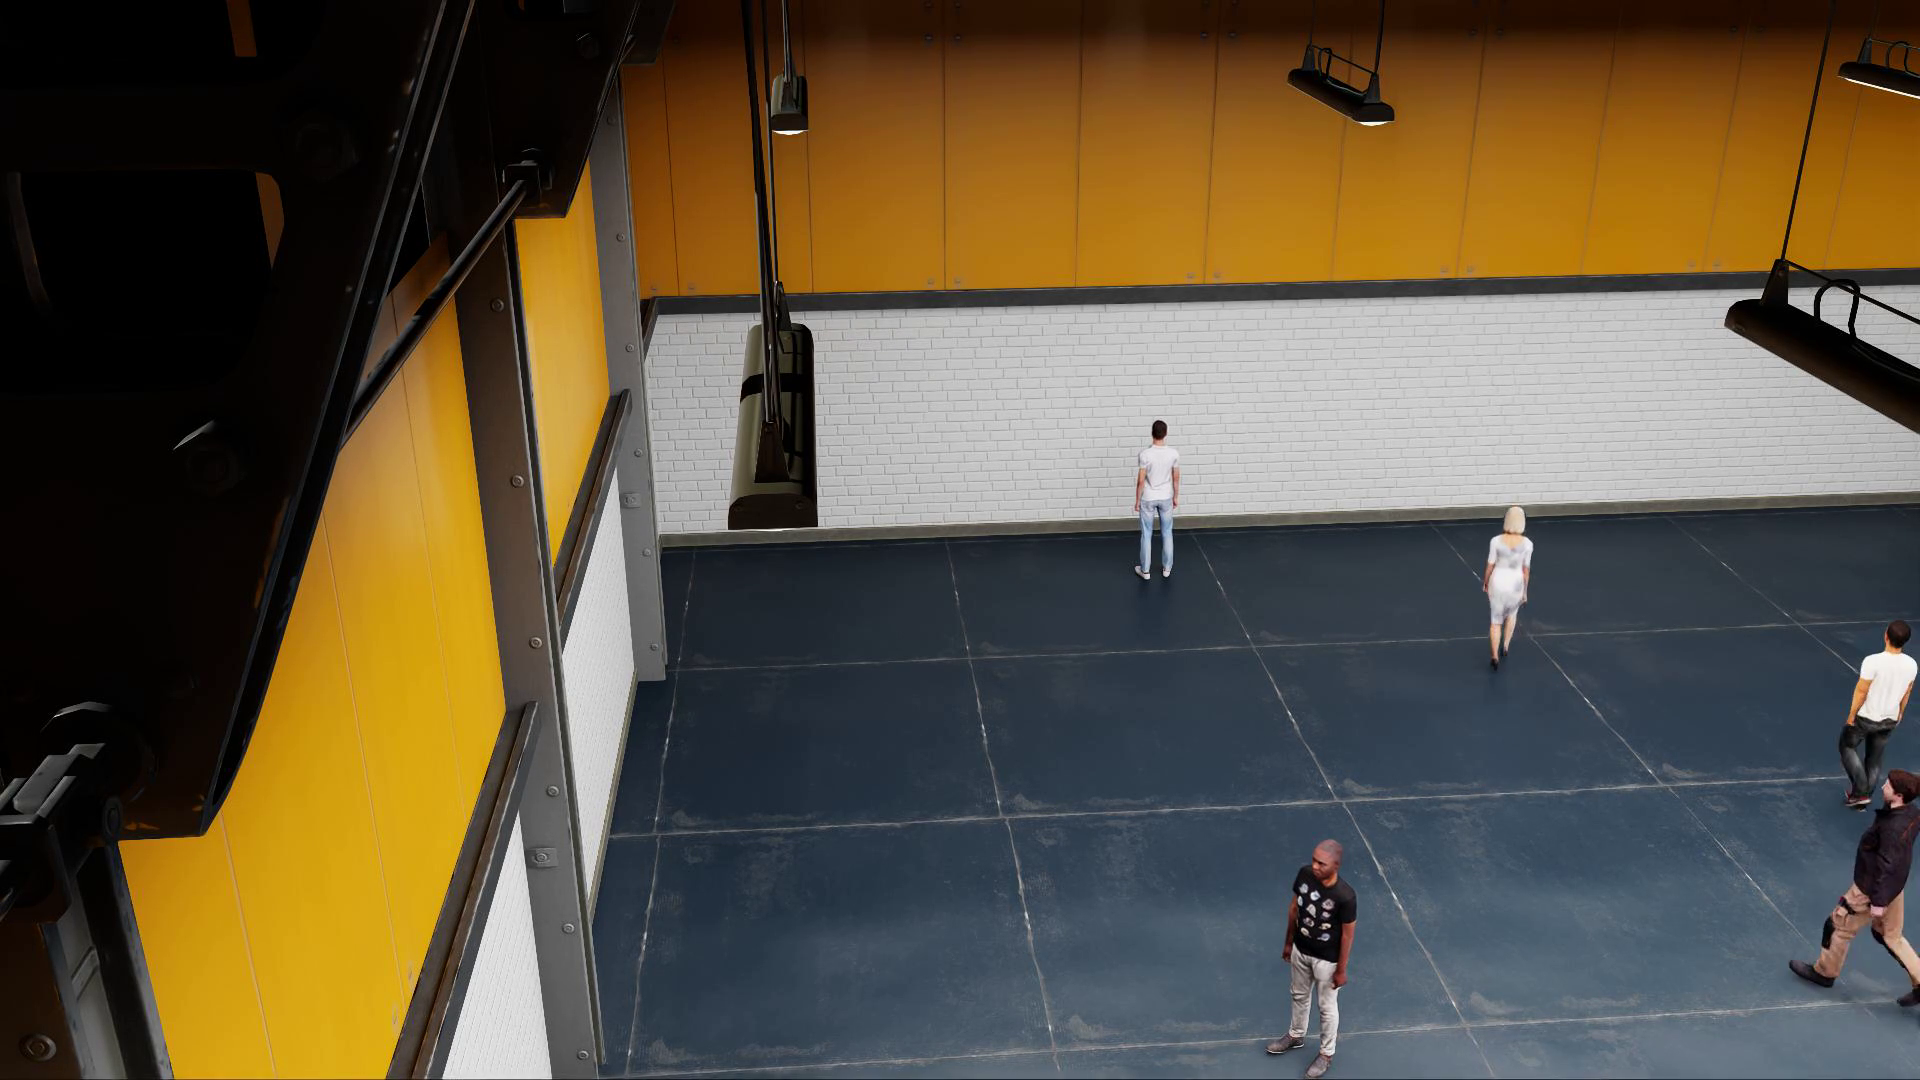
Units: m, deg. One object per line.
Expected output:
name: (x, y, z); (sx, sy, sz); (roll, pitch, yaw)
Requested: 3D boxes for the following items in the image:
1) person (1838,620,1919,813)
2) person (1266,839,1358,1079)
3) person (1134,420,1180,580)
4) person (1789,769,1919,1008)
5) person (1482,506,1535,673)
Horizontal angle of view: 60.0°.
person: (7.885, 1.557, 14.251); (0.663, 1.793, 0.687); (-1, 24, -2)
person: (2.450, 2.816, 11.355); (0.824, 1.805, 0.730); (-19, 30, -37)
person: (2.217, -0.458, 18.789); (0.673, 1.850, 0.563); (-4, 24, -10)
person: (6.667, 2.532, 11.895); (1.291, 1.893, 1.198); (21, 31, 39)
person: (5.486, 0.522, 16.692); (0.721, 1.734, 0.817); (6, 24, 13)
